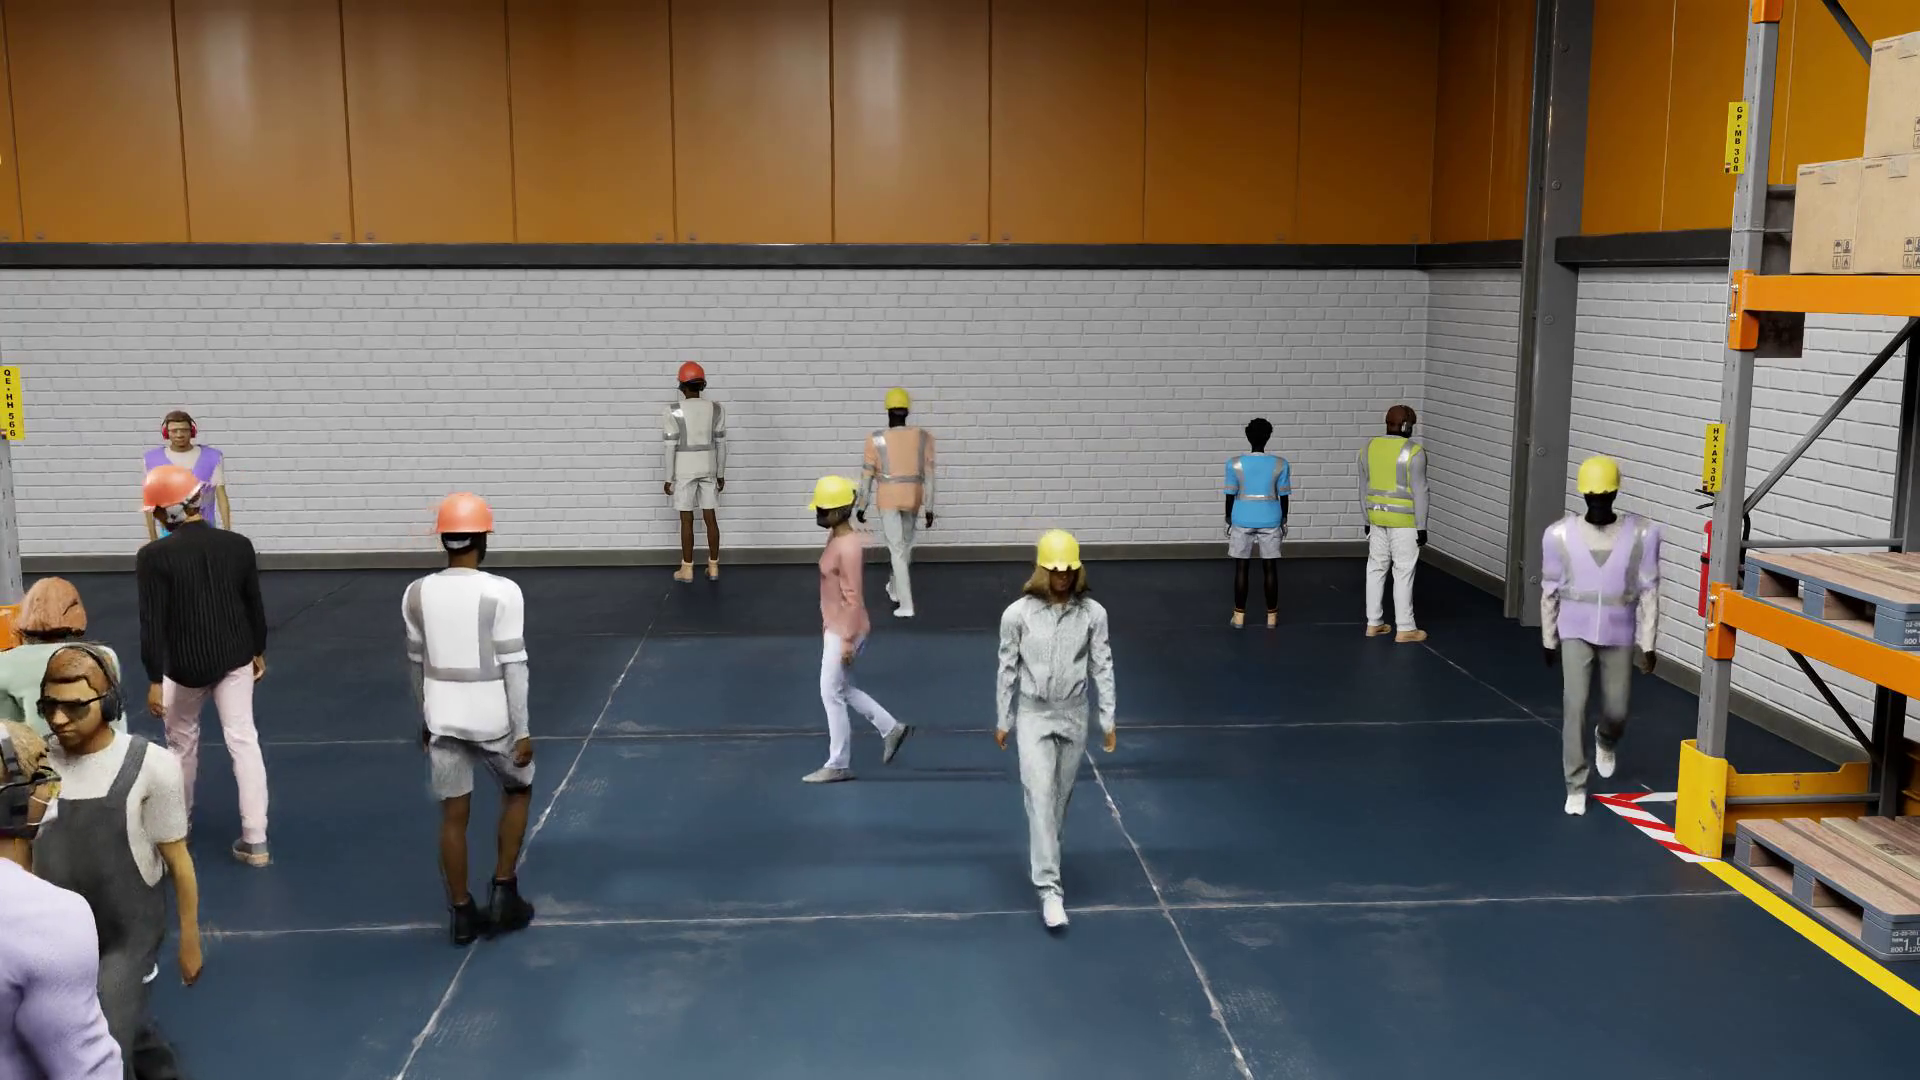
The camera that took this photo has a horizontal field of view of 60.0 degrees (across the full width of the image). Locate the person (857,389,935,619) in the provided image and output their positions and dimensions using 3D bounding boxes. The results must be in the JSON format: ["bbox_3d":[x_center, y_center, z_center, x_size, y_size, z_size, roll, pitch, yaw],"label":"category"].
[{"bbox_3d":[-0.551,-0.320,13.936,0.605,1.878,0.958,-4,10,-21],"label":"person"}]

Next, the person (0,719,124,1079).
[{"bbox_3d":[-2.002,1.319,3.497,0.635,1.936,0.354,4,10,21],"label":"person"}]

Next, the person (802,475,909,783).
[{"bbox_3d":[-0.596,0.497,9.250,0.529,1.742,0.539,-1,9,-9],"label":"person"}]

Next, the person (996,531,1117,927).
[{"bbox_3d":[0.452,0.821,7.305,0.512,1.705,0.823,-2,9,-15],"label":"person"}]

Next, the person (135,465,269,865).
[{"bbox_3d":[-3.715,0.585,8.136,1.041,1.916,0.687,7,12,39],"label":"person"}]

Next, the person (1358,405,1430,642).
[{"bbox_3d":[3.390,-0.131,12.923,0.429,1.838,0.621,-7,11,-37],"label":"person"}]

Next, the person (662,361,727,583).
[{"bbox_3d":[-2.458,-0.628,15.382,0.607,2.048,0.365,-5,10,-30],"label":"person"}]

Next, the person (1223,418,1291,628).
[{"bbox_3d":[2.377,-0.130,13.350,0.541,1.695,0.316,1,9,5],"label":"person"}]

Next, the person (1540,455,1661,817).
[{"bbox_3d":[3.403,0.476,8.891,0.598,1.903,0.684,3,10,19],"label":"person"}]

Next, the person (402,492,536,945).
[{"bbox_3d":[-2.071,0.753,7.112,0.572,1.918,0.537,2,9,10],"label":"person"}]

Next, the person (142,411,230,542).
[{"bbox_3d":[-5.784,-0.053,12.500,0.573,1.816,0.799,-5,11,-31],"label":"person"}]

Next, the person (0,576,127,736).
[{"bbox_3d":[-3.639,0.946,6.805,0.522,1.618,0.425,-1,9,-8],"label":"person"}]

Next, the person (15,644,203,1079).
[{"bbox_3d":[-2.512,1.163,4.944,0.501,1.805,0.997,1,9,5],"label":"person"}]
